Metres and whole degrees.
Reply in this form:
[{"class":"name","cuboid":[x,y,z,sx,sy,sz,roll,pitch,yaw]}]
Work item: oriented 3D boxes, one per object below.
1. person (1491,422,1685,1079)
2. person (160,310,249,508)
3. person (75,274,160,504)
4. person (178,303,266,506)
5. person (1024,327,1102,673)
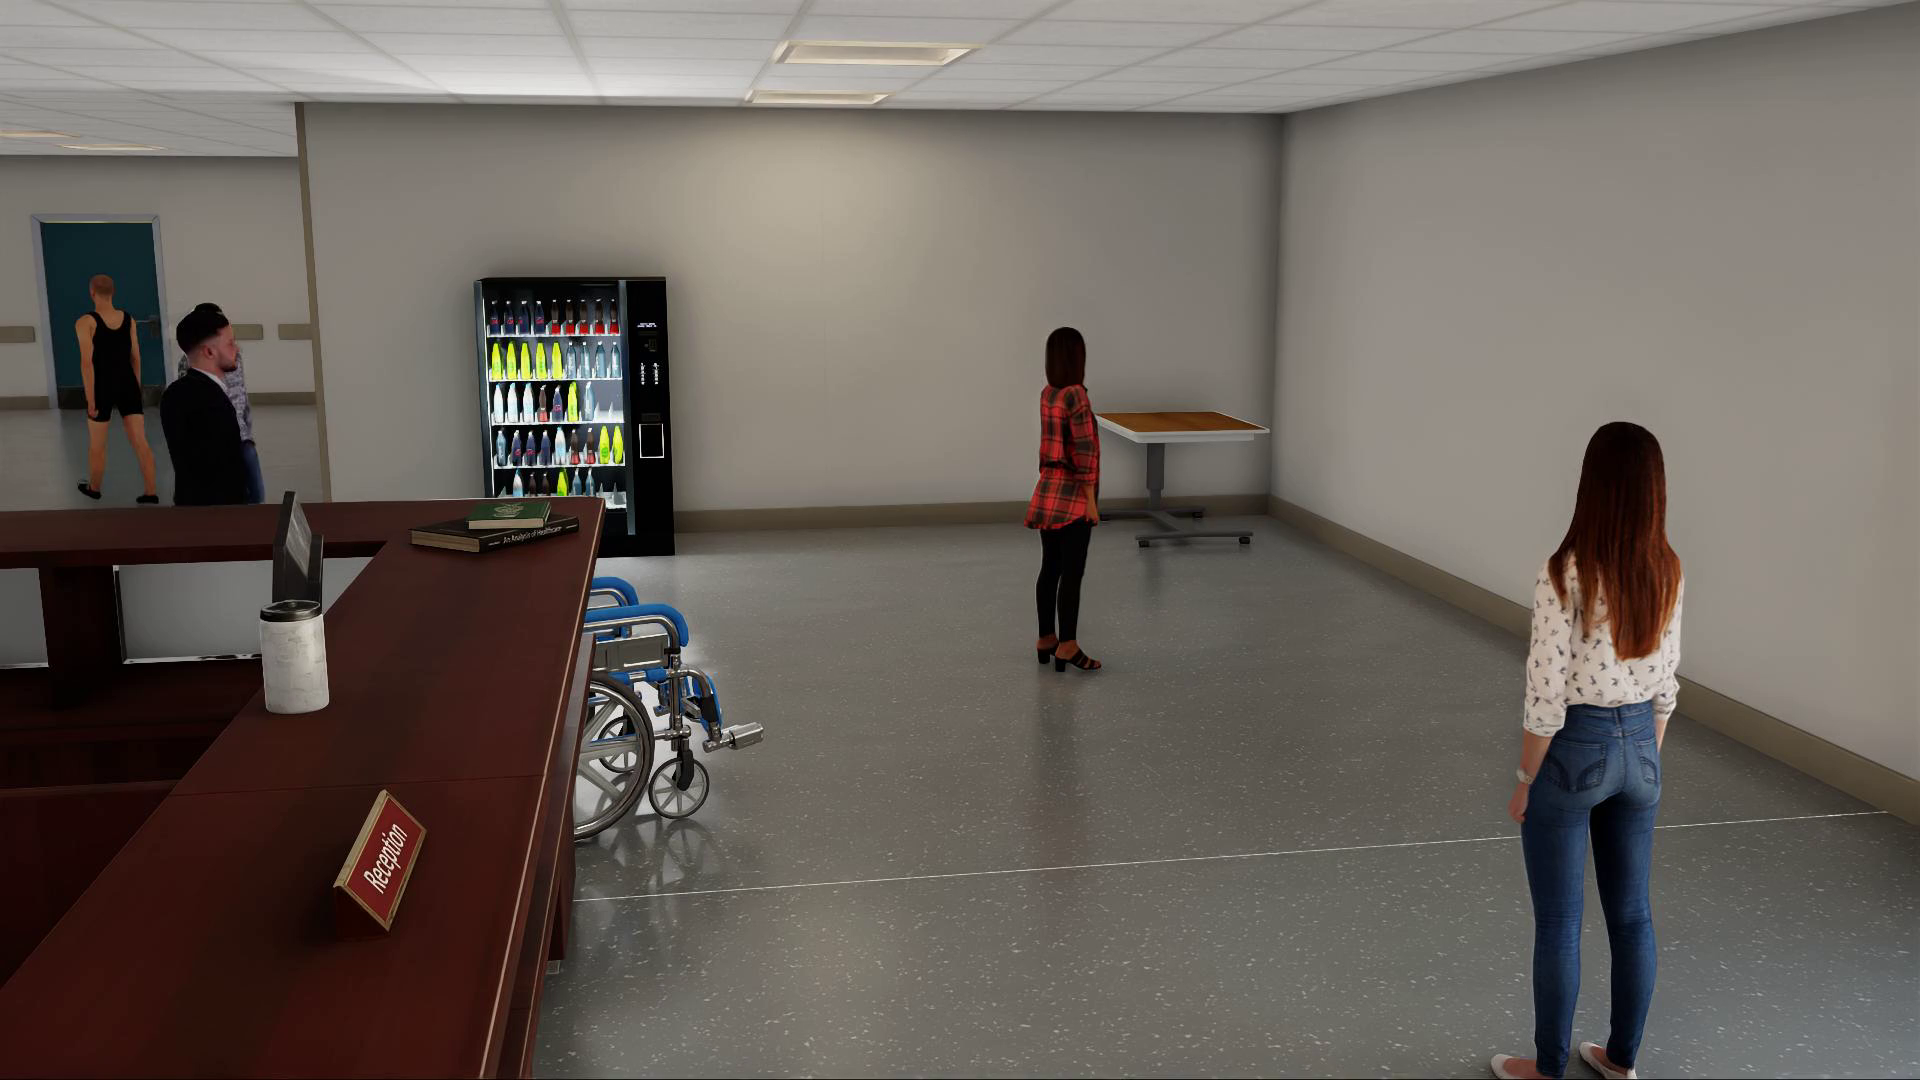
[{"class":"person","cuboid":[1.580,0.562,4.127,0.463,1.729,0.646,-3,11,-14]},{"class":"person","cuboid":[-3.251,-0.040,7.040,1.039,1.826,0.923,-9,14,-39]},{"class":"person","cuboid":[-6.464,-1.105,12.827,1.228,1.760,1.174,8,13,35]},{"class":"person","cuboid":[-4.565,-0.579,10.164,0.826,1.720,0.769,7,13,33]},{"class":"person","cuboid":[0.524,-0.206,8.251,0.628,1.700,0.667,-5,12,-23]}]
